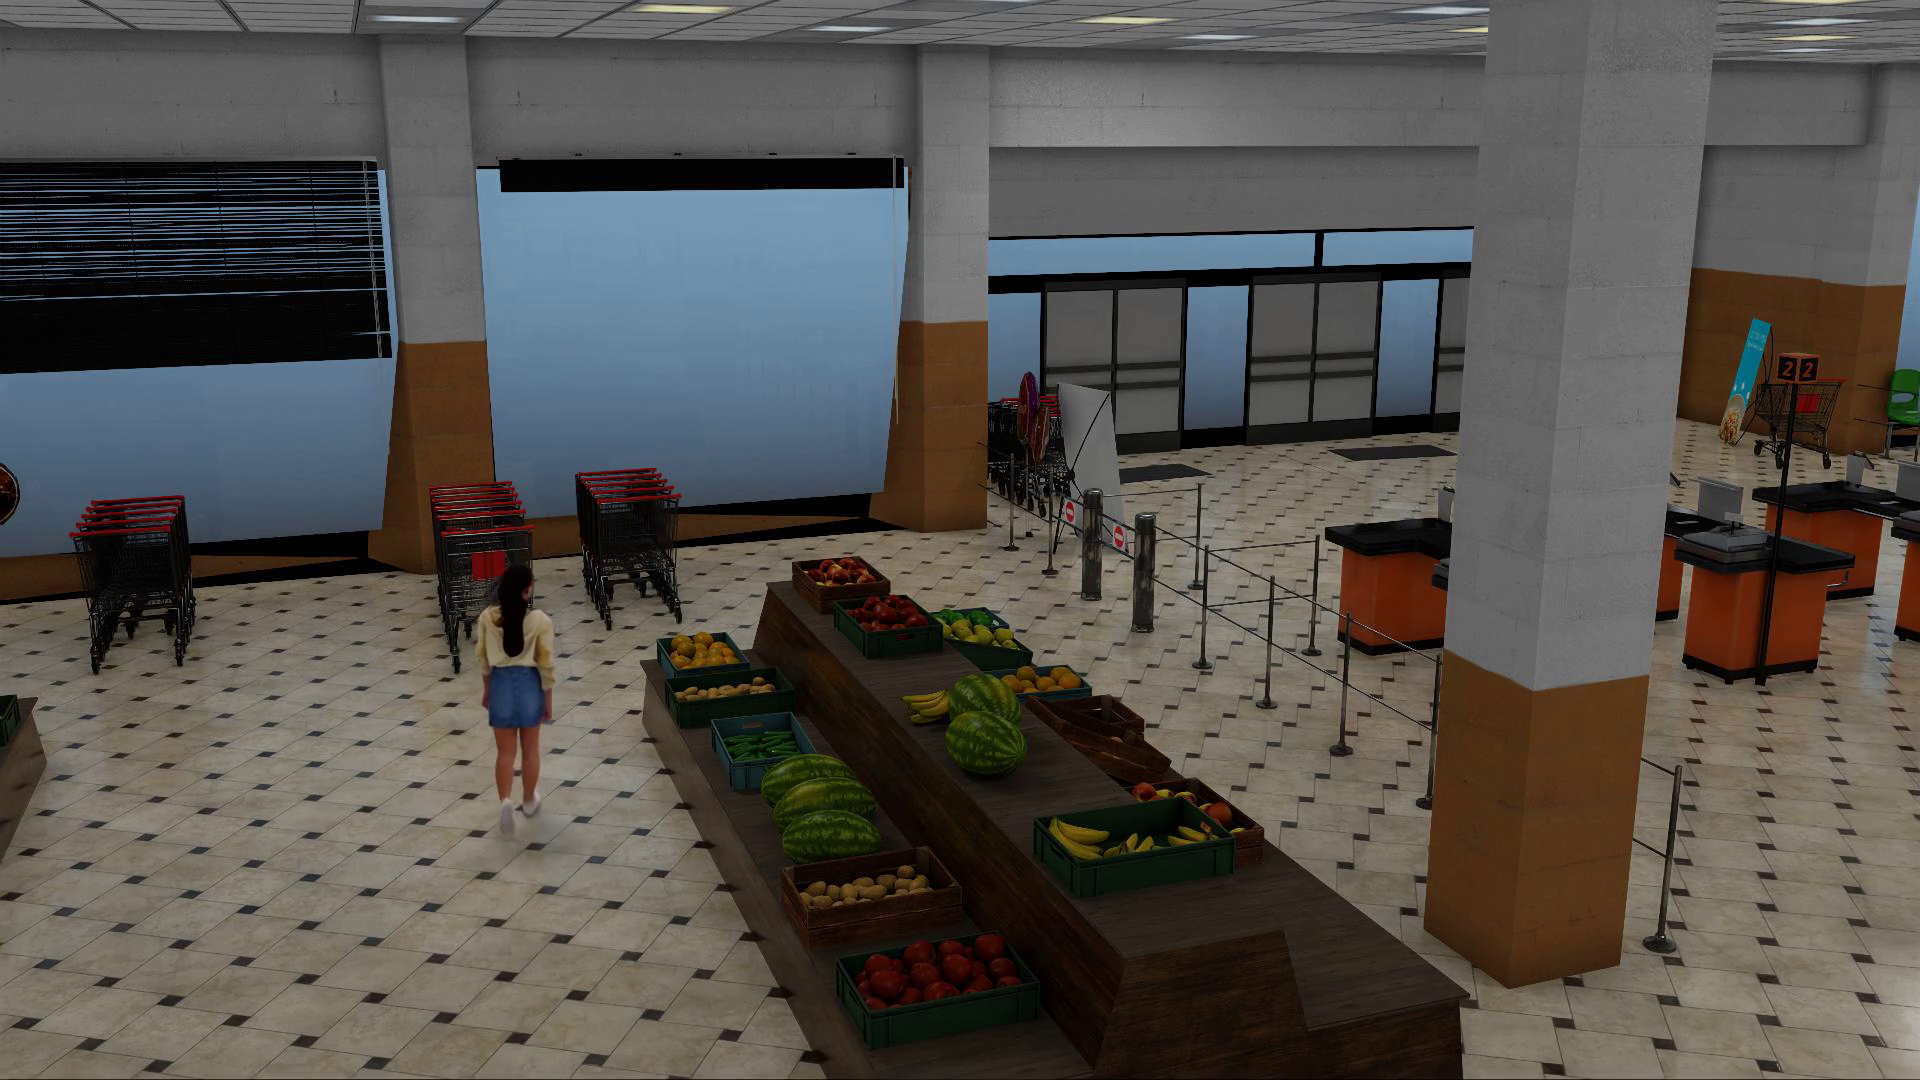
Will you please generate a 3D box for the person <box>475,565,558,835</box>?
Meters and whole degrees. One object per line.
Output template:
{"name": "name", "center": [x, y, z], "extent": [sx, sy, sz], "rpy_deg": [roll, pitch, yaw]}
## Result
{"name": "person", "center": [-2.670, 0.973, 9.968], "extent": [0.801, 1.609, 1.077], "rpy_deg": [-1, 14, -6]}
